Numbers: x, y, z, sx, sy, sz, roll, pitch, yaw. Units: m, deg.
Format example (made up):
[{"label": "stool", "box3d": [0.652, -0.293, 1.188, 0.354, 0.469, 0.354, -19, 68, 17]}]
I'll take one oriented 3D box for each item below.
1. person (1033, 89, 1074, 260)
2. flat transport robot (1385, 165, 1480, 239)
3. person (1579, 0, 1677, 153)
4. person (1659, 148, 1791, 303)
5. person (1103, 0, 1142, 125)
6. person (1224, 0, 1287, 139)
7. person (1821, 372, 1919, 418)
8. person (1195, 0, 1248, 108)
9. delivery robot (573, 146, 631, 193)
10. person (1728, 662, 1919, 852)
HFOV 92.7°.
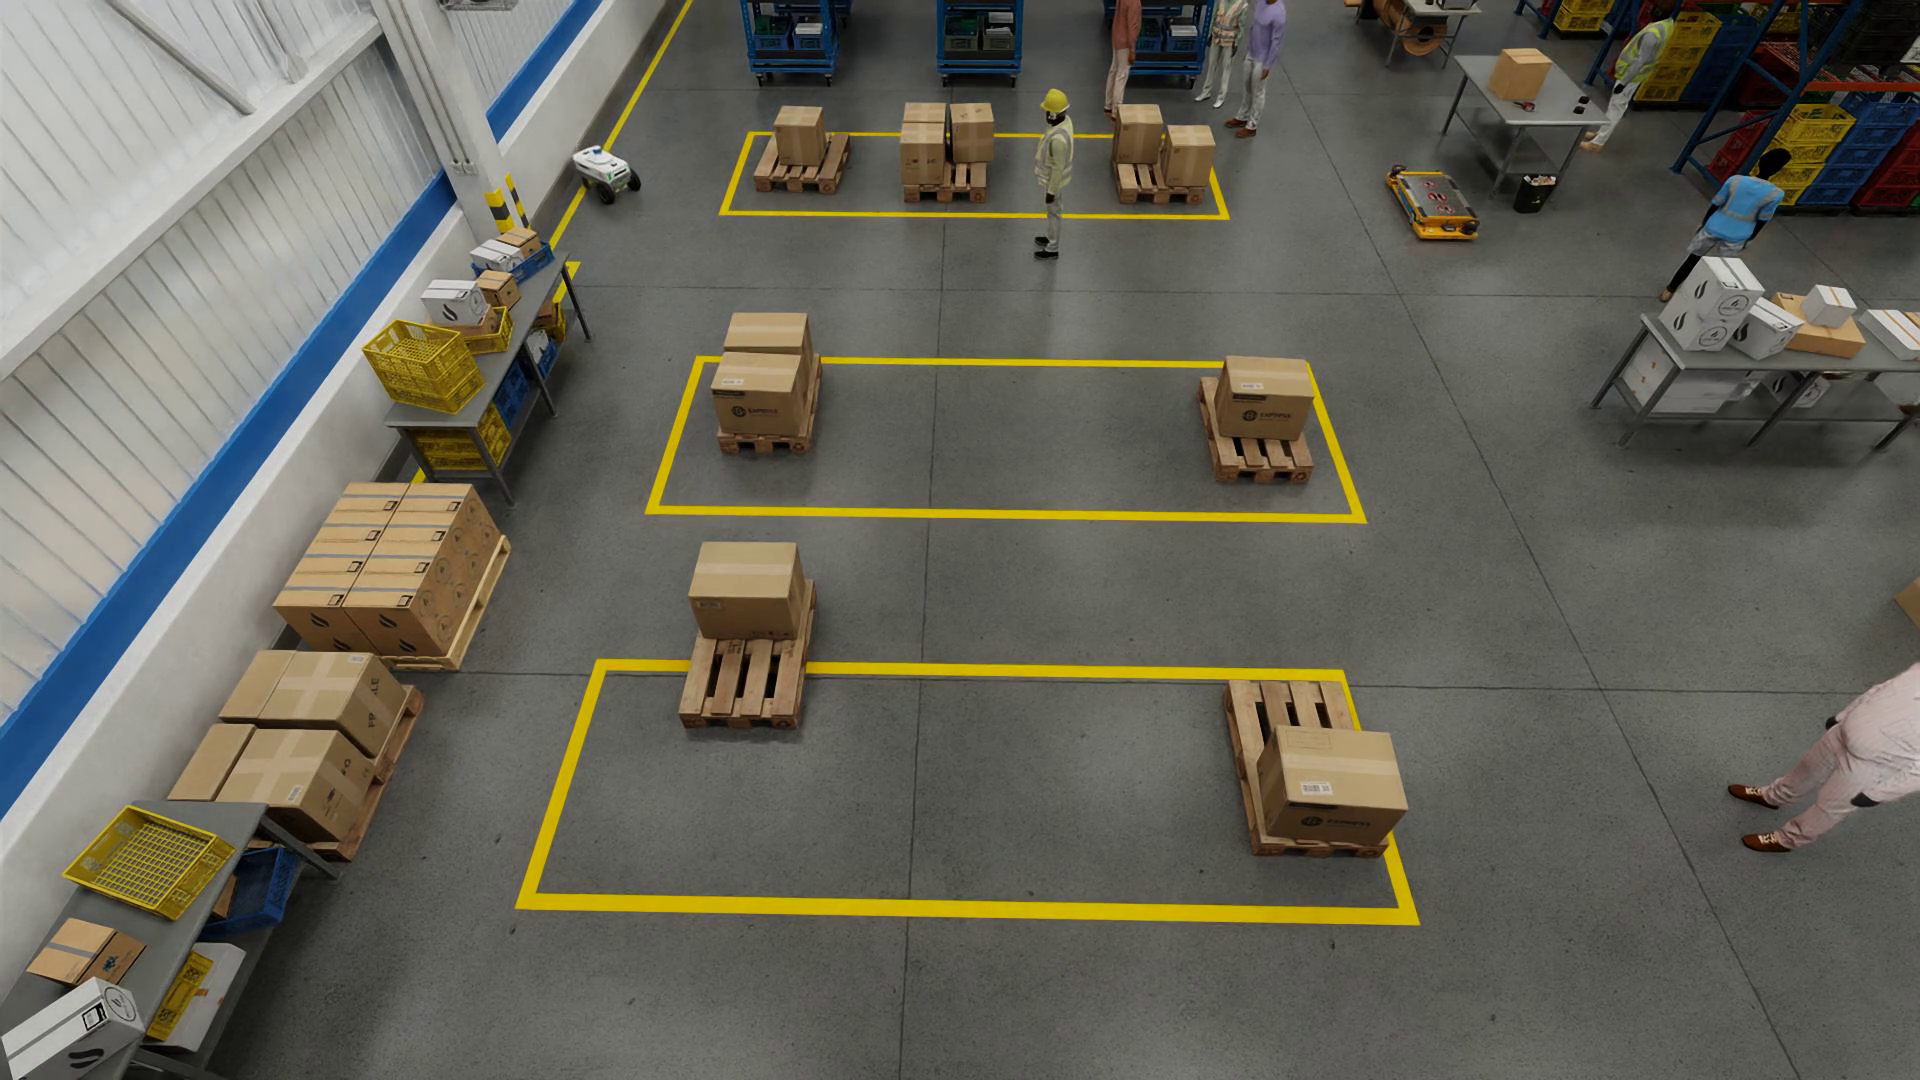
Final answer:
[{"label": "person", "box3d": [0.999, -3.911, 9.877, 0.404, 1.829, 0.591, 6, 49, 5]}, {"label": "flat transport robot", "box3d": [5.692, -4.094, 11.059, 0.652, 0.197, 1.431, 1, 49, 1]}, {"label": "person", "box3d": [8.446, -5.860, 11.558, 0.430, 1.841, 0.624, 34, 57, 26]}, {"label": "person", "box3d": [7.751, -3.113, 9.276, 0.319, 1.692, 0.533, -33, 57, -26]}, {"label": "person", "box3d": [2.183, -6.545, 12.048, 0.386, 1.996, 0.610, -8, 50, -7]}, {"label": "person", "box3d": [3.850, -6.198, 11.786, 0.371, 1.939, 0.629, -10, 50, -8]}, {"label": "person", "box3d": [8.752, -1.938, 8.196, 0.588, 1.808, 0.996, -30, 55, -23]}, {"label": "person", "box3d": [3.597, -6.791, 12.493, 0.308, 1.641, 0.515, -36, 58, -27]}, {"label": "delivery robot", "box3d": [-4.387, -4.575, 11.229, 0.707, 0.478, 0.477, 29, 55, 23]}, {"label": "person", "box3d": [5.291, 1.244, 5.371, 0.403, 1.899, 0.645, 11, 50, 10]}]
